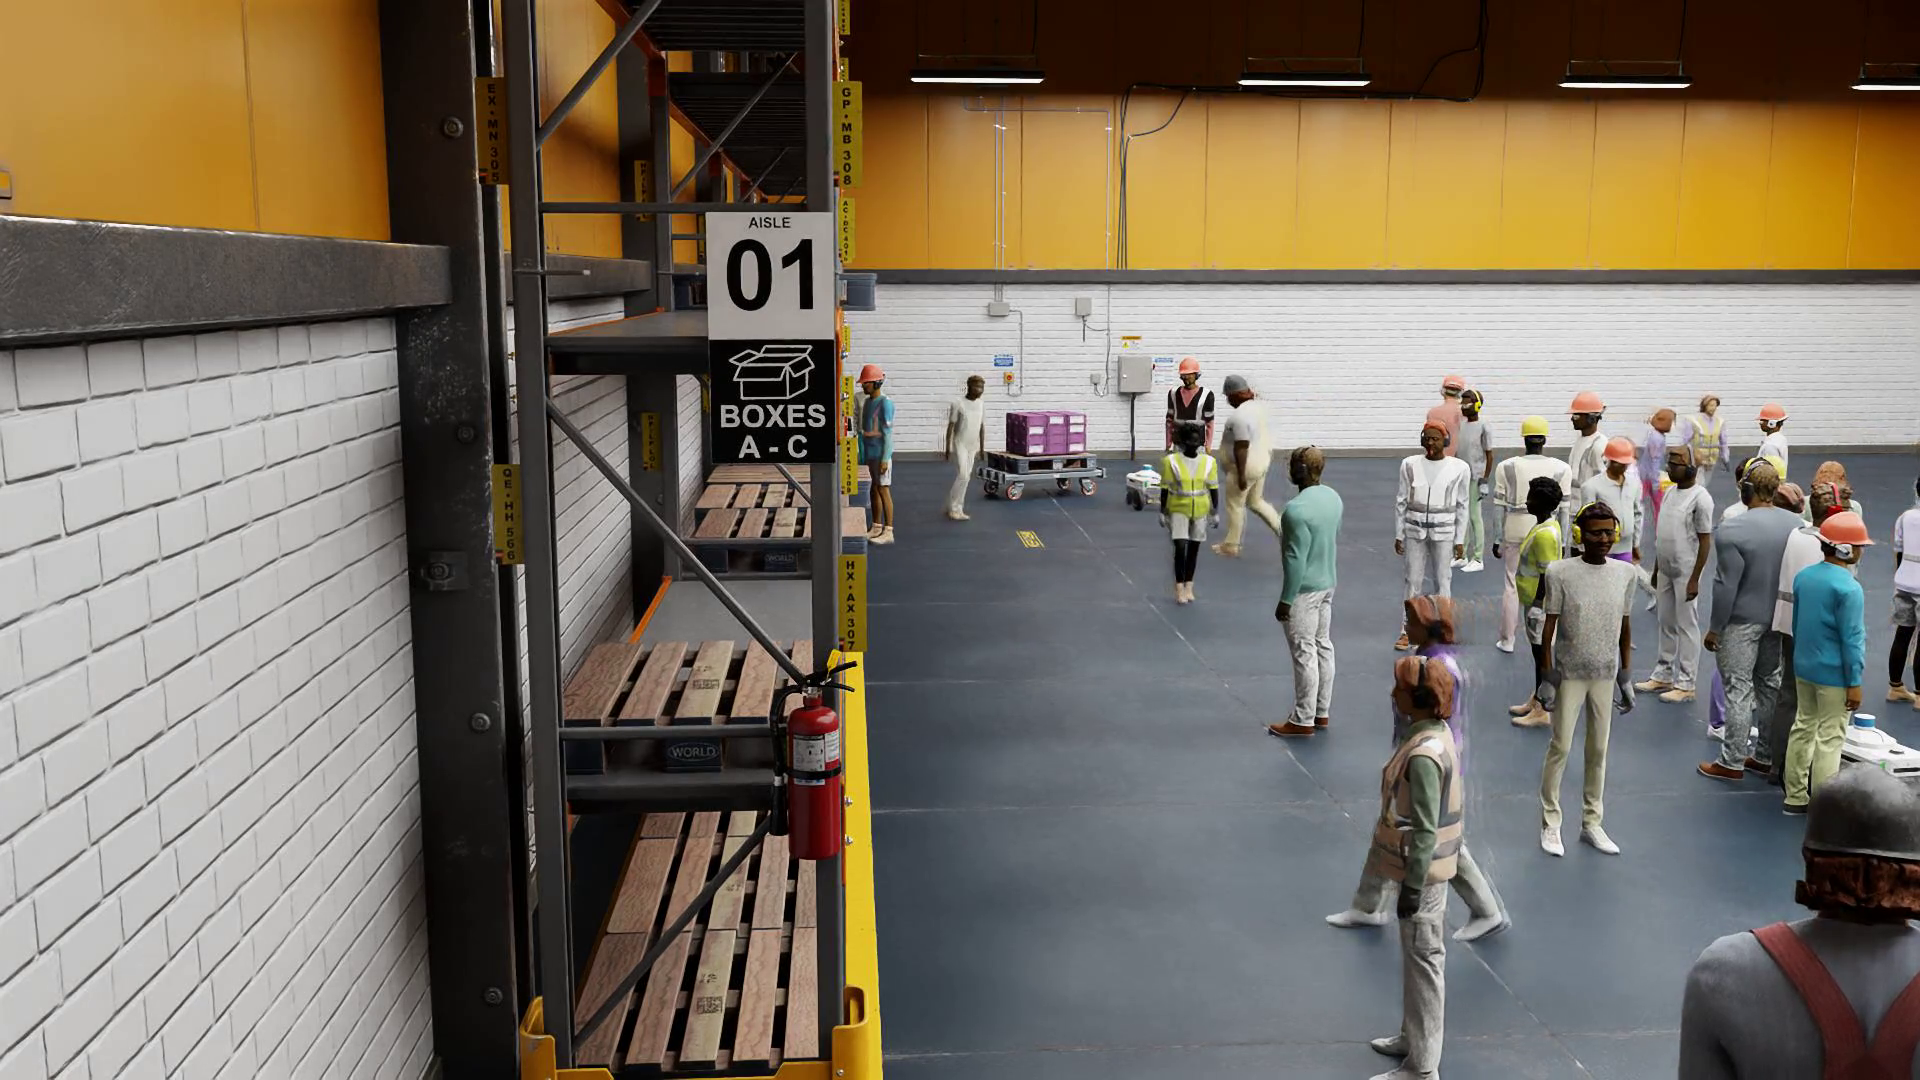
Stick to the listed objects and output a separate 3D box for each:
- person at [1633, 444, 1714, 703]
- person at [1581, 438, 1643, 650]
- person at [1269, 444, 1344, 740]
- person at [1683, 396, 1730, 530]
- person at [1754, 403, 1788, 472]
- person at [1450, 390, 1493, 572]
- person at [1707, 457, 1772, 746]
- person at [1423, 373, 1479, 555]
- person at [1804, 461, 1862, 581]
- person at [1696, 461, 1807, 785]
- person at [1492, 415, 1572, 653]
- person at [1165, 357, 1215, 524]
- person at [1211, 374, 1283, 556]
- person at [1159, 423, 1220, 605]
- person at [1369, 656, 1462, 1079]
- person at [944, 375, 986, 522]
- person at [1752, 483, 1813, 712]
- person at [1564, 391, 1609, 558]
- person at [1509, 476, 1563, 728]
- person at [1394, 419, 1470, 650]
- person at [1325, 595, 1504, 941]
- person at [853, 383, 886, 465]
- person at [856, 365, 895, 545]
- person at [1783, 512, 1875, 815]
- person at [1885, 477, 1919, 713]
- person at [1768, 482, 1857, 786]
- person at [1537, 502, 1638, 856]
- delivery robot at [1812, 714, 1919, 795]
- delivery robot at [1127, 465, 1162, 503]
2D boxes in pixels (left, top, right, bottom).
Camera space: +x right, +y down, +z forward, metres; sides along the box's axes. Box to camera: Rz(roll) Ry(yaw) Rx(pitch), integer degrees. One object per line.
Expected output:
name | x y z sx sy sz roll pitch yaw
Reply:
person | 5.112 0.236 11.851 0.346 1.846 0.507 -2 9 -12
person | 5.273 0.036 13.432 0.575 1.741 0.355 -3 10 -19
person | 2.270 0.338 10.913 0.370 1.941 0.627 7 11 37
person | 8.871 -0.897 19.688 0.545 1.598 0.806 -2 9 -12
person | 8.125 -0.499 16.747 0.329 1.751 0.563 5 10 29
person | 5.224 -0.608 17.072 0.315 1.870 0.533 -4 10 -23
person | 5.103 0.390 10.807 0.326 1.871 0.520 9 13 44
person | 5.314 -0.814 18.056 0.633 1.974 0.435 -2 9 -14
person | 6.566 0.213 12.655 0.504 1.633 0.279 7 11 36
person | 4.721 0.494 9.935 0.632 1.940 0.372 -3 10 -21
person | 4.569 -0.037 13.337 0.586 1.920 0.397 2 9 13
person | 2.770 -1.190 20.183 0.611 2.043 0.375 4 10 25
person | 3.135 -0.805 17.774 0.828 2.000 0.727 6 11 32
person | 2.130 -0.231 15.267 0.557 1.674 0.593 -2 9 -10
person | 1.712 1.234 6.221 0.306 1.640 0.521 3 9 16
person | 0.079 -1.116 20.462 0.536 1.809 0.441 -9 13 -44
person | 5.586 0.419 11.347 0.515 1.639 0.314 8 12 40
person | 5.352 -0.256 14.317 0.373 2.042 0.614 0 9 1
person | 3.897 0.414 11.194 0.318 1.696 0.532 3 9 17
person | 3.786 -0.028 13.393 0.574 1.882 0.356 5 10 26
person | 2.126 1.035 7.591 0.771 1.606 0.531 0 9 -1
person | -1.244 -1.483 22.922 0.524 1.761 0.338 4 10 25
person | -0.969 -0.961 18.791 0.403 2.035 0.604 -5 10 -29
person | 4.788 0.712 9.141 0.330 1.751 0.563 -1 9 -4
person | 6.725 0.349 11.601 0.321 1.697 0.530 -1 9 -7
person | 4.965 0.577 9.698 0.374 1.843 0.575 -2 9 -11
person | 3.284 0.724 8.707 0.513 1.872 0.328 -1 9 -4
delivery robot | 5.084 1.226 9.378 0.477 0.478 0.707 -2 9 -11
delivery robot | 2.437 -0.734 21.682 0.477 0.478 0.707 -2 9 -15
